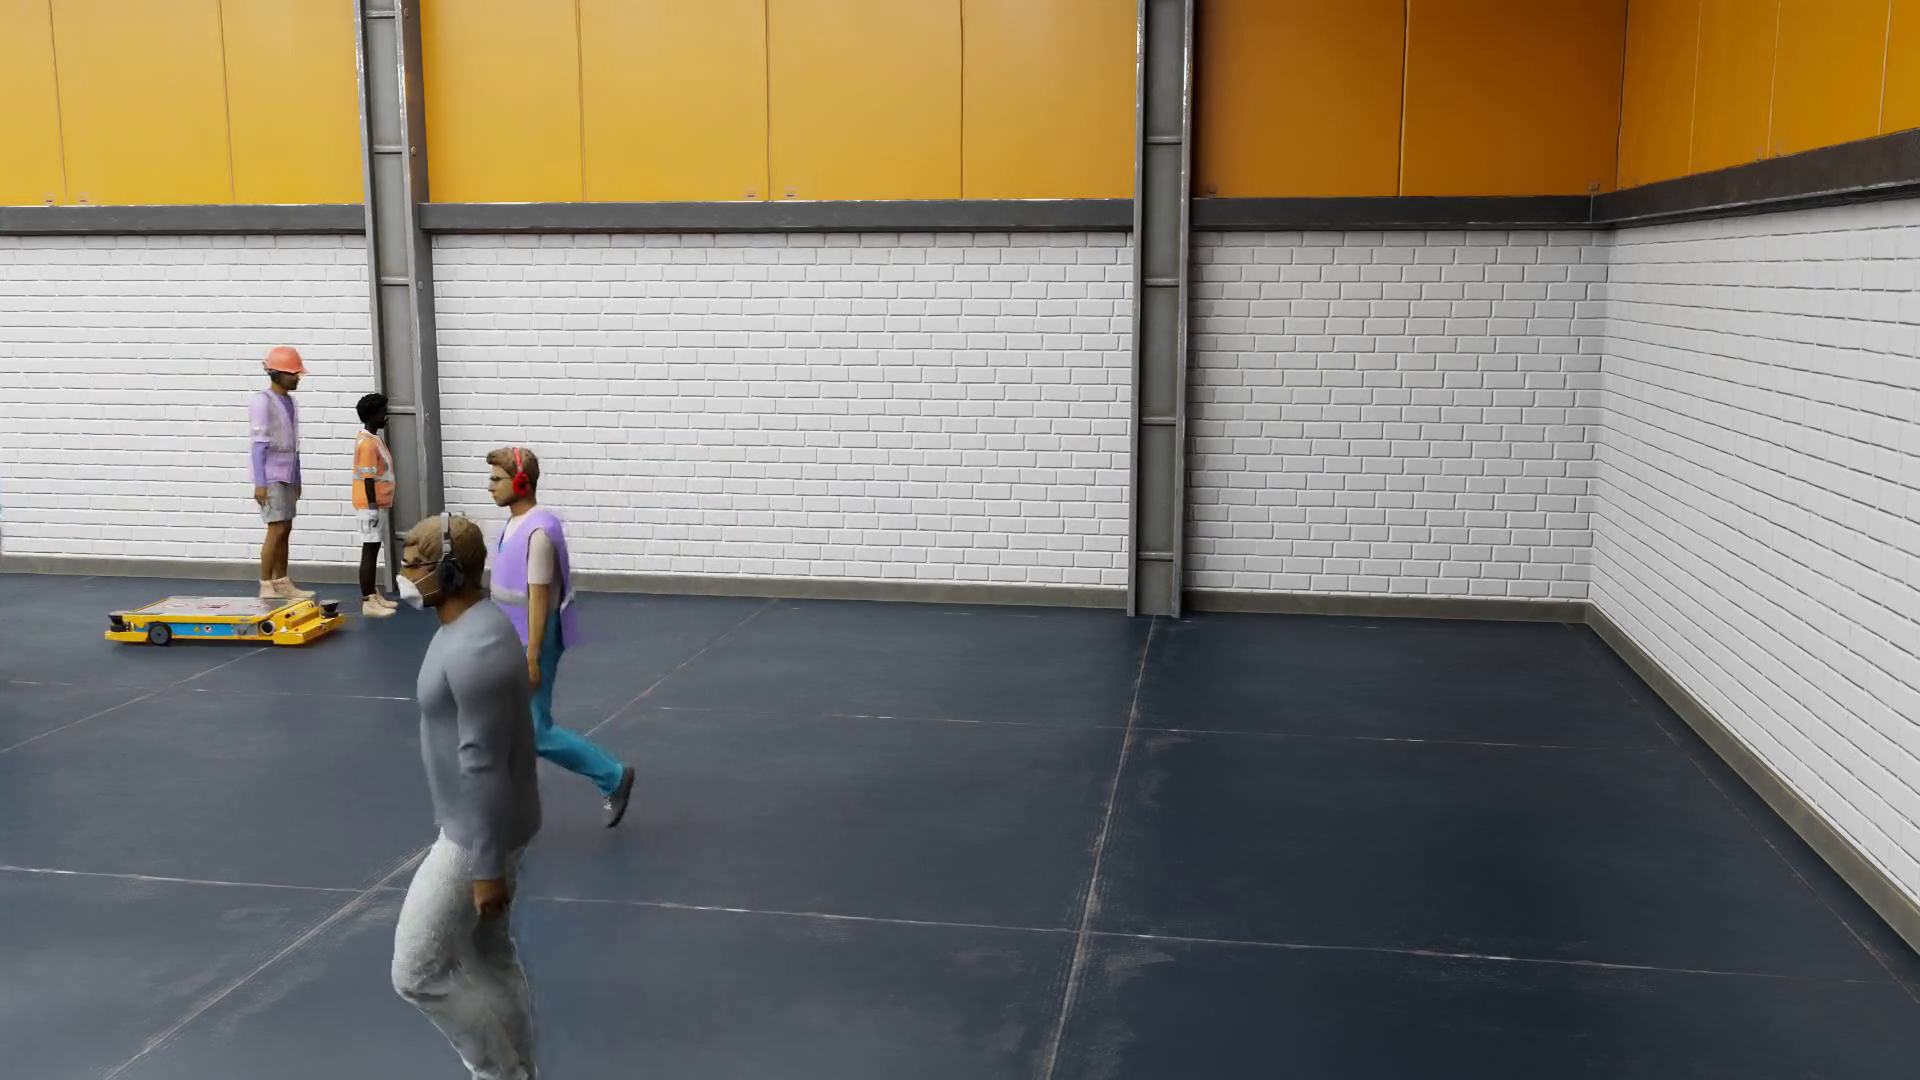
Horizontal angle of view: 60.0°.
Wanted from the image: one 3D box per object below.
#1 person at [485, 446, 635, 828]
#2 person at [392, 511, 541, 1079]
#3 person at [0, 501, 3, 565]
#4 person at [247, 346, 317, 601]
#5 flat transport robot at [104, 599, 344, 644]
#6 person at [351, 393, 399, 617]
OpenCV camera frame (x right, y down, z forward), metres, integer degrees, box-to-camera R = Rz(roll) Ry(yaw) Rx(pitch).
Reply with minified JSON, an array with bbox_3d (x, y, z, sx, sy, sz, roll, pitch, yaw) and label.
[{"bbox_3d":[-1.902,0.481,7.526,0.706,1.826,0.582,-5,11,-29],"label":"person"},{"bbox_3d":[-1.456,0.866,4.872,0.456,1.918,0.650,-3,10,-17],"label":"person"},{"bbox_3d":[-6.389,0.064,10.611,0.539,1.674,0.715,-7,11,-36],"label":"person"},{"bbox_3d":[-5.241,-0.478,12.850,0.448,2.031,0.682,1,9,6],"label":"person"},{"bbox_3d":[-5.213,0.563,11.816,1.431,0.197,0.652,1,9,4],"label":"flat transport robot"},{"bbox_3d":[-4.418,-0.263,12.547,0.318,1.691,0.529,-3,10,-17],"label":"person"}]
